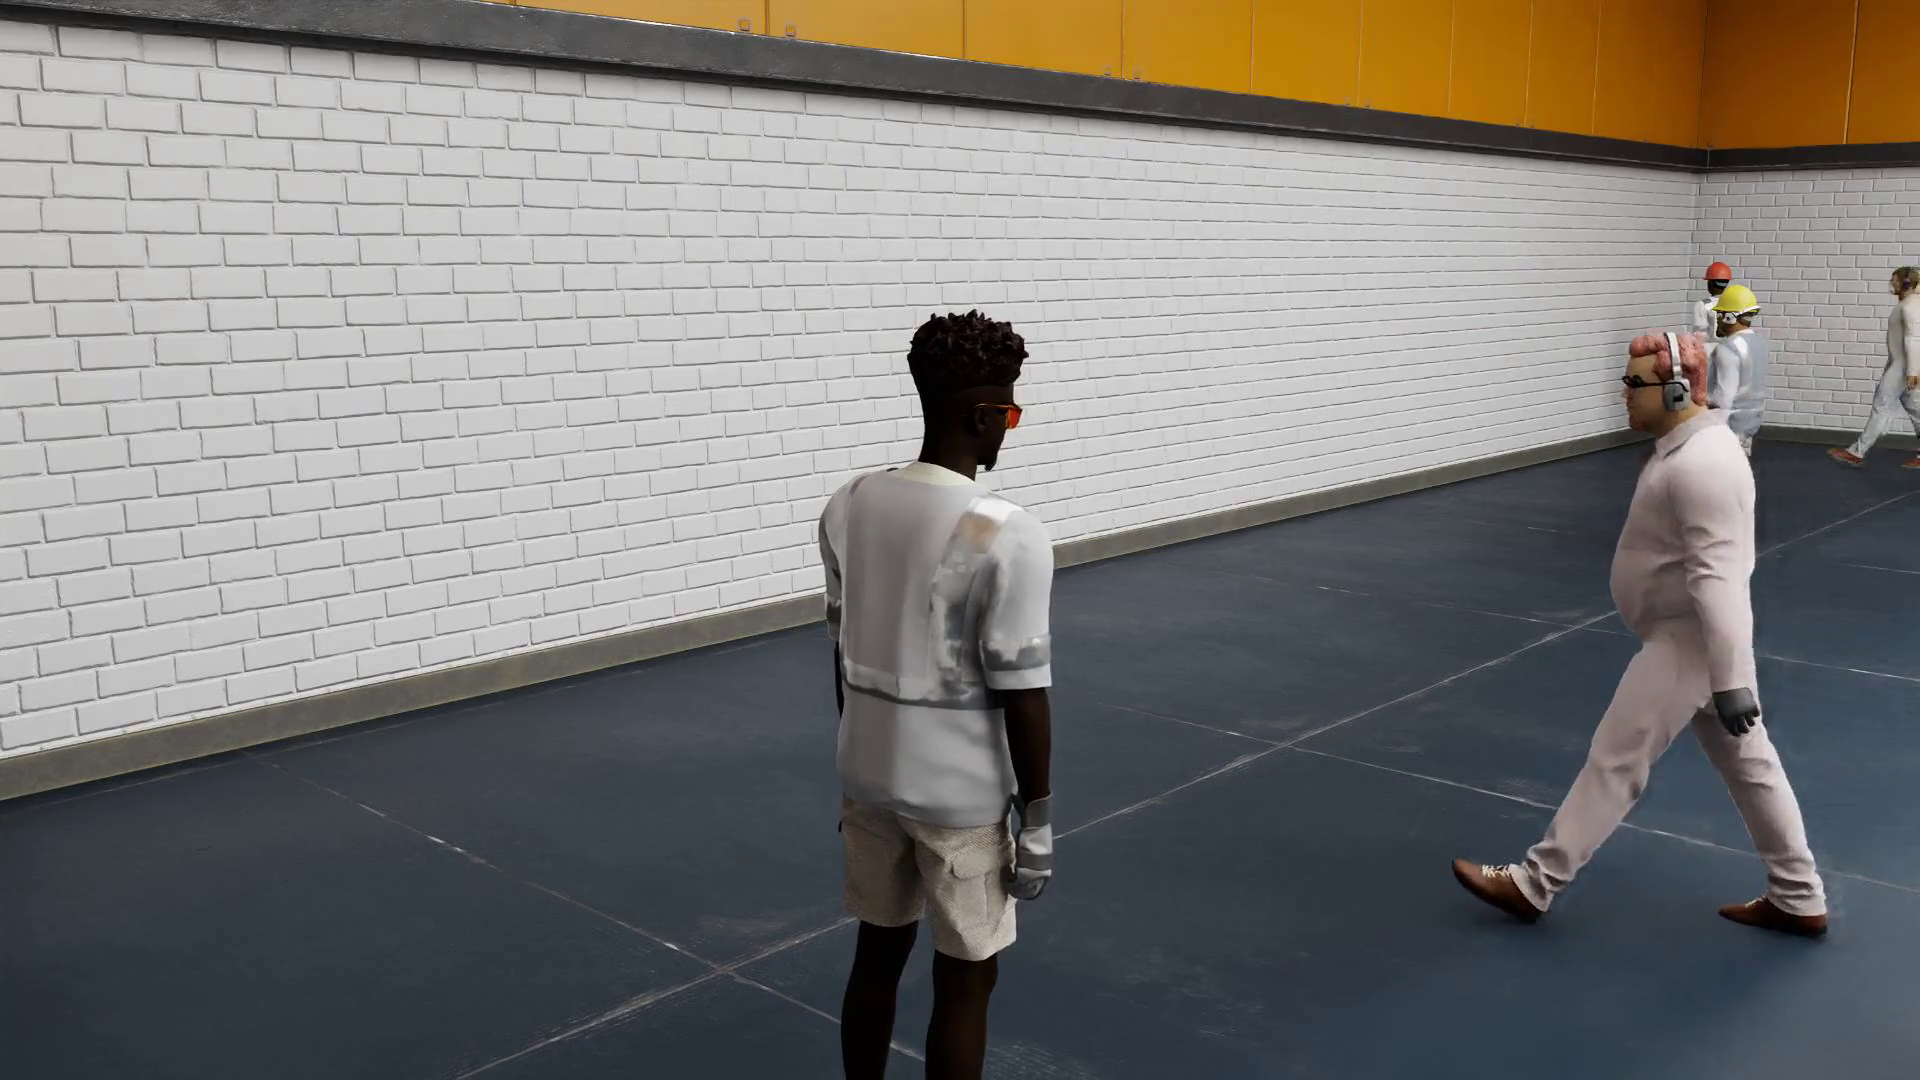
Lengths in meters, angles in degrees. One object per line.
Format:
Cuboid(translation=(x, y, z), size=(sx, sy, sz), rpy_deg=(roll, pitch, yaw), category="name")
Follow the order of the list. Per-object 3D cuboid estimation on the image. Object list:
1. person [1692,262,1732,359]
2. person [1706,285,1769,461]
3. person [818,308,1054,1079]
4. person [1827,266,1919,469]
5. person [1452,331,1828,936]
Cuboid(translation=(7.399, -1.754, 16.360), size=(0.542, 1.939, 0.359), rpy_deg=(-2, 10, -13), category="person")
Cuboid(translation=(5.052, -0.751, 10.951), size=(0.403, 1.833, 0.591), rpy_deg=(9, 14, 43), category="person")
Cuboid(translation=(-0.037, 0.499, 3.499), size=(0.609, 1.954, 0.395), rpy_deg=(9, 14, 43), category="person")
Cuboid(translation=(8.779, -1.613, 15.657), size=(0.992, 1.893, 0.649), rpy_deg=(6, 11, 30), category="person")
Cuboid(translation=(2.105, 0.303, 4.969), size=(1.100, 1.829, 0.674), rpy_deg=(5, 11, 24), category="person")
